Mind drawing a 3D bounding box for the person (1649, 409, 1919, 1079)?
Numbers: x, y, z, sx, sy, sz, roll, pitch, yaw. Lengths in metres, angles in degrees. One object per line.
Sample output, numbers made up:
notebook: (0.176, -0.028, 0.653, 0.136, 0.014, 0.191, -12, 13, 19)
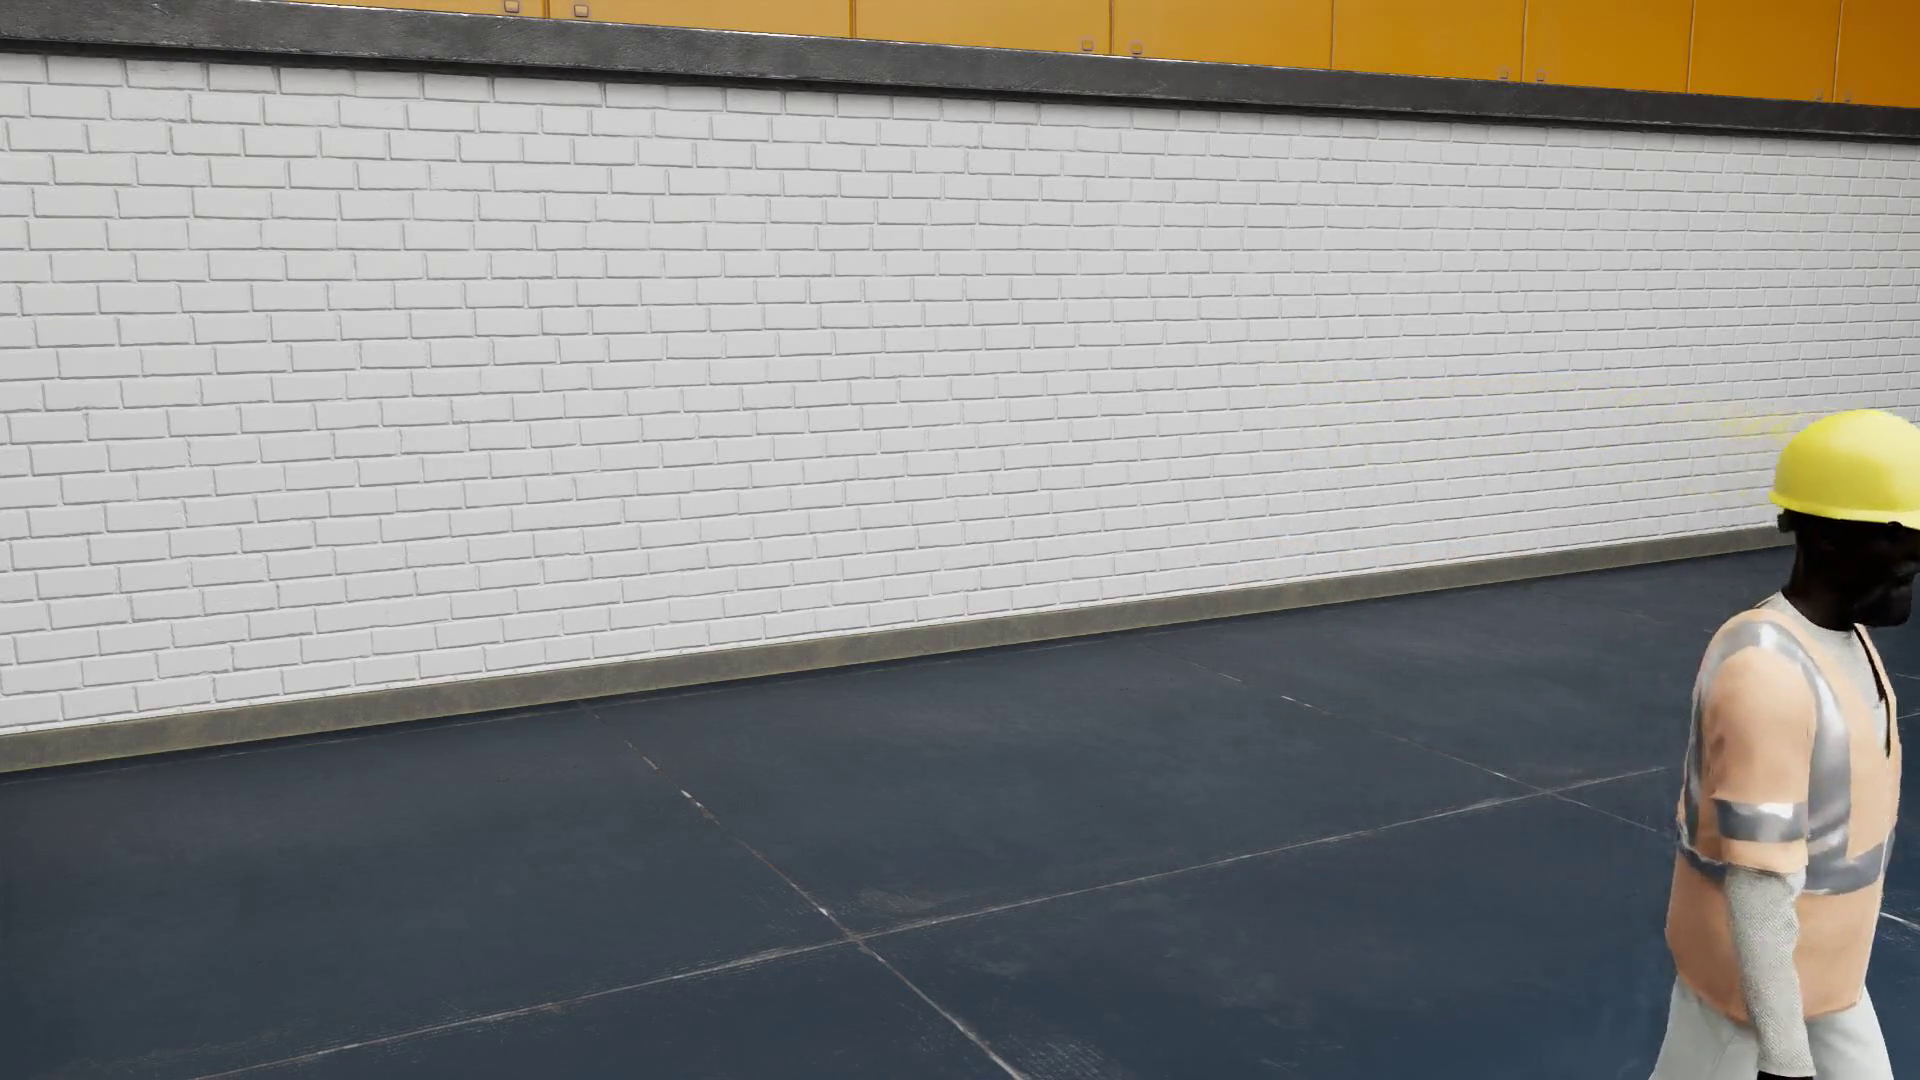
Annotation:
person: (1.388, 0.705, 2.884, 1.010, 1.884, 0.606, 9, 13, 42)
